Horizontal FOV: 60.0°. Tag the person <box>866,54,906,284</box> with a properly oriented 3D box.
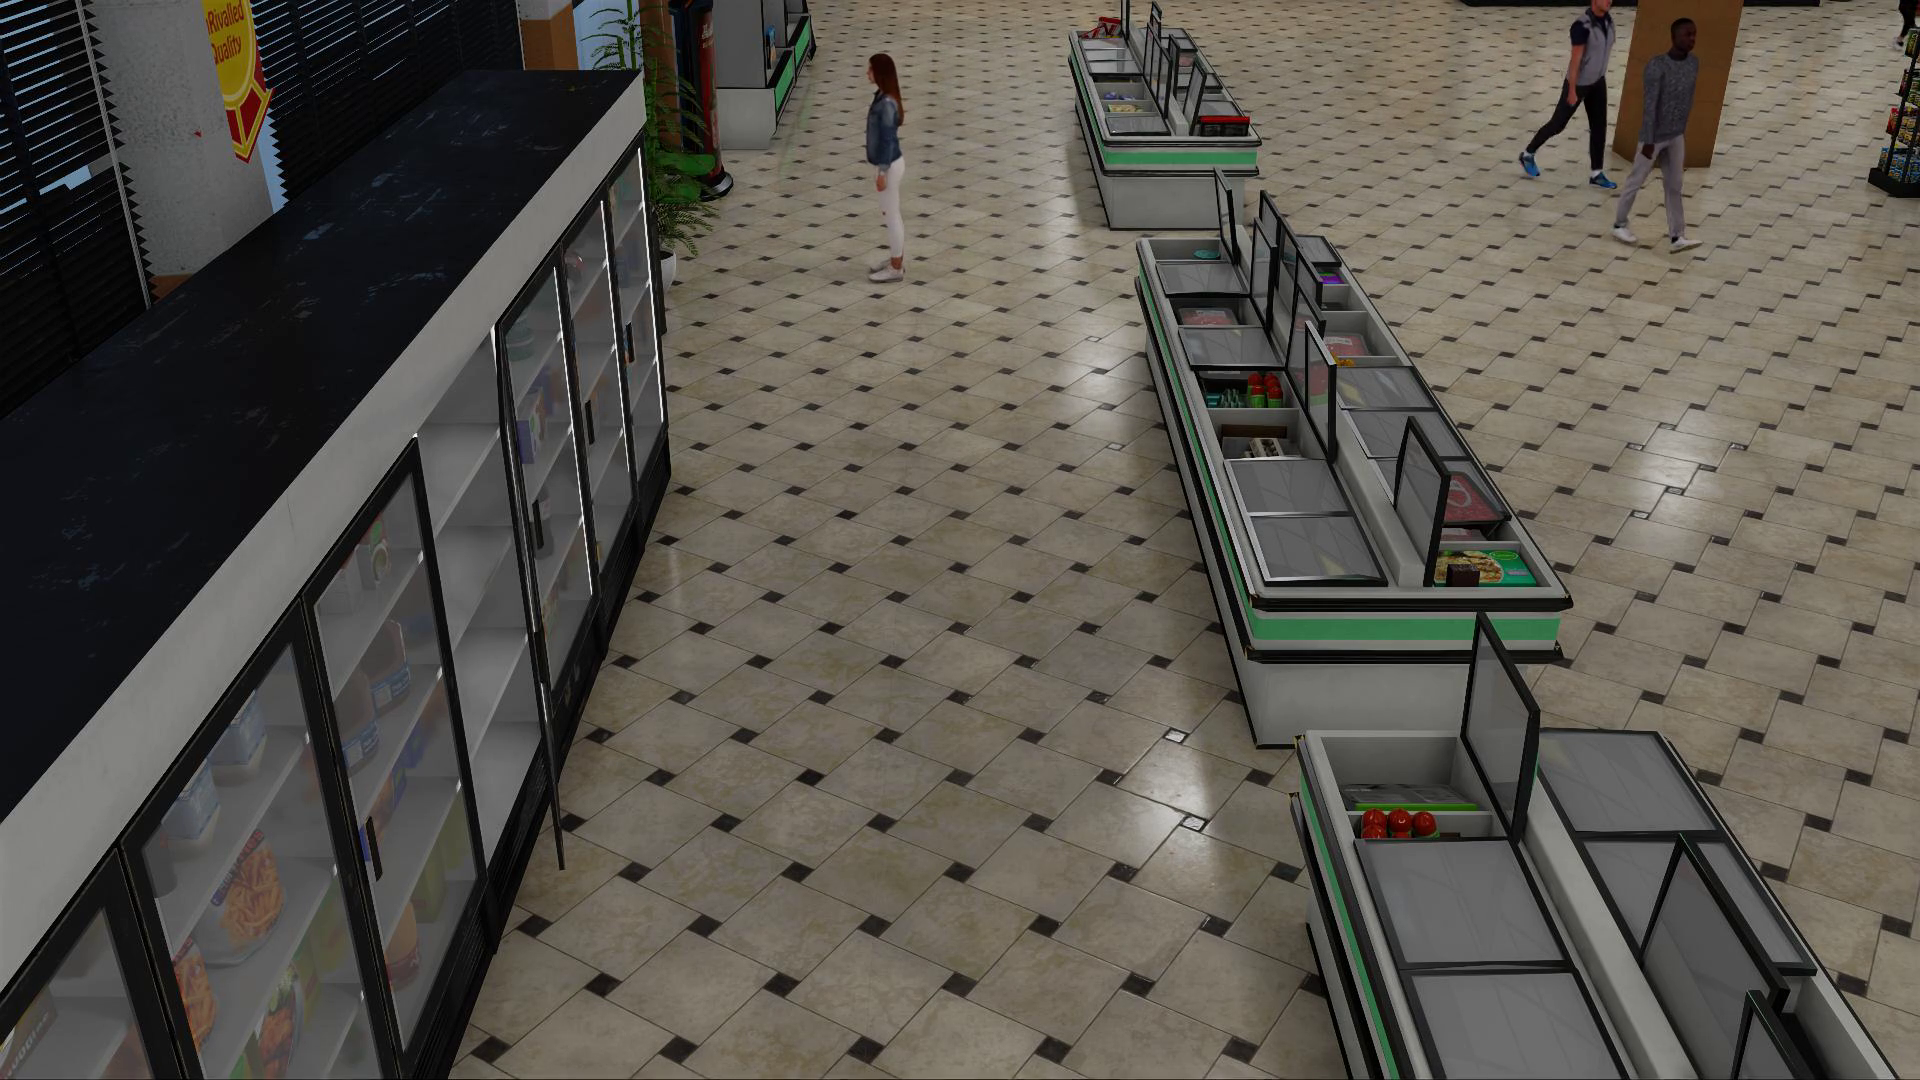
[{"bbox_3d":[-0.526,-2.812,12.559,0.681,1.702,0.469,-2,27,-4],"label":"person"}]

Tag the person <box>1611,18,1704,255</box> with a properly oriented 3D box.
[{"bbox_3d":[5.515,-3.217,13.252,0.977,1.797,1.229,-10,28,-18],"label":"person"}]

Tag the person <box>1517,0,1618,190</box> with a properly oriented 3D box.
[{"bbox_3d":[5.526,-4.089,14.986,1.165,1.786,1.331,-17,32,-30],"label":"person"}]
